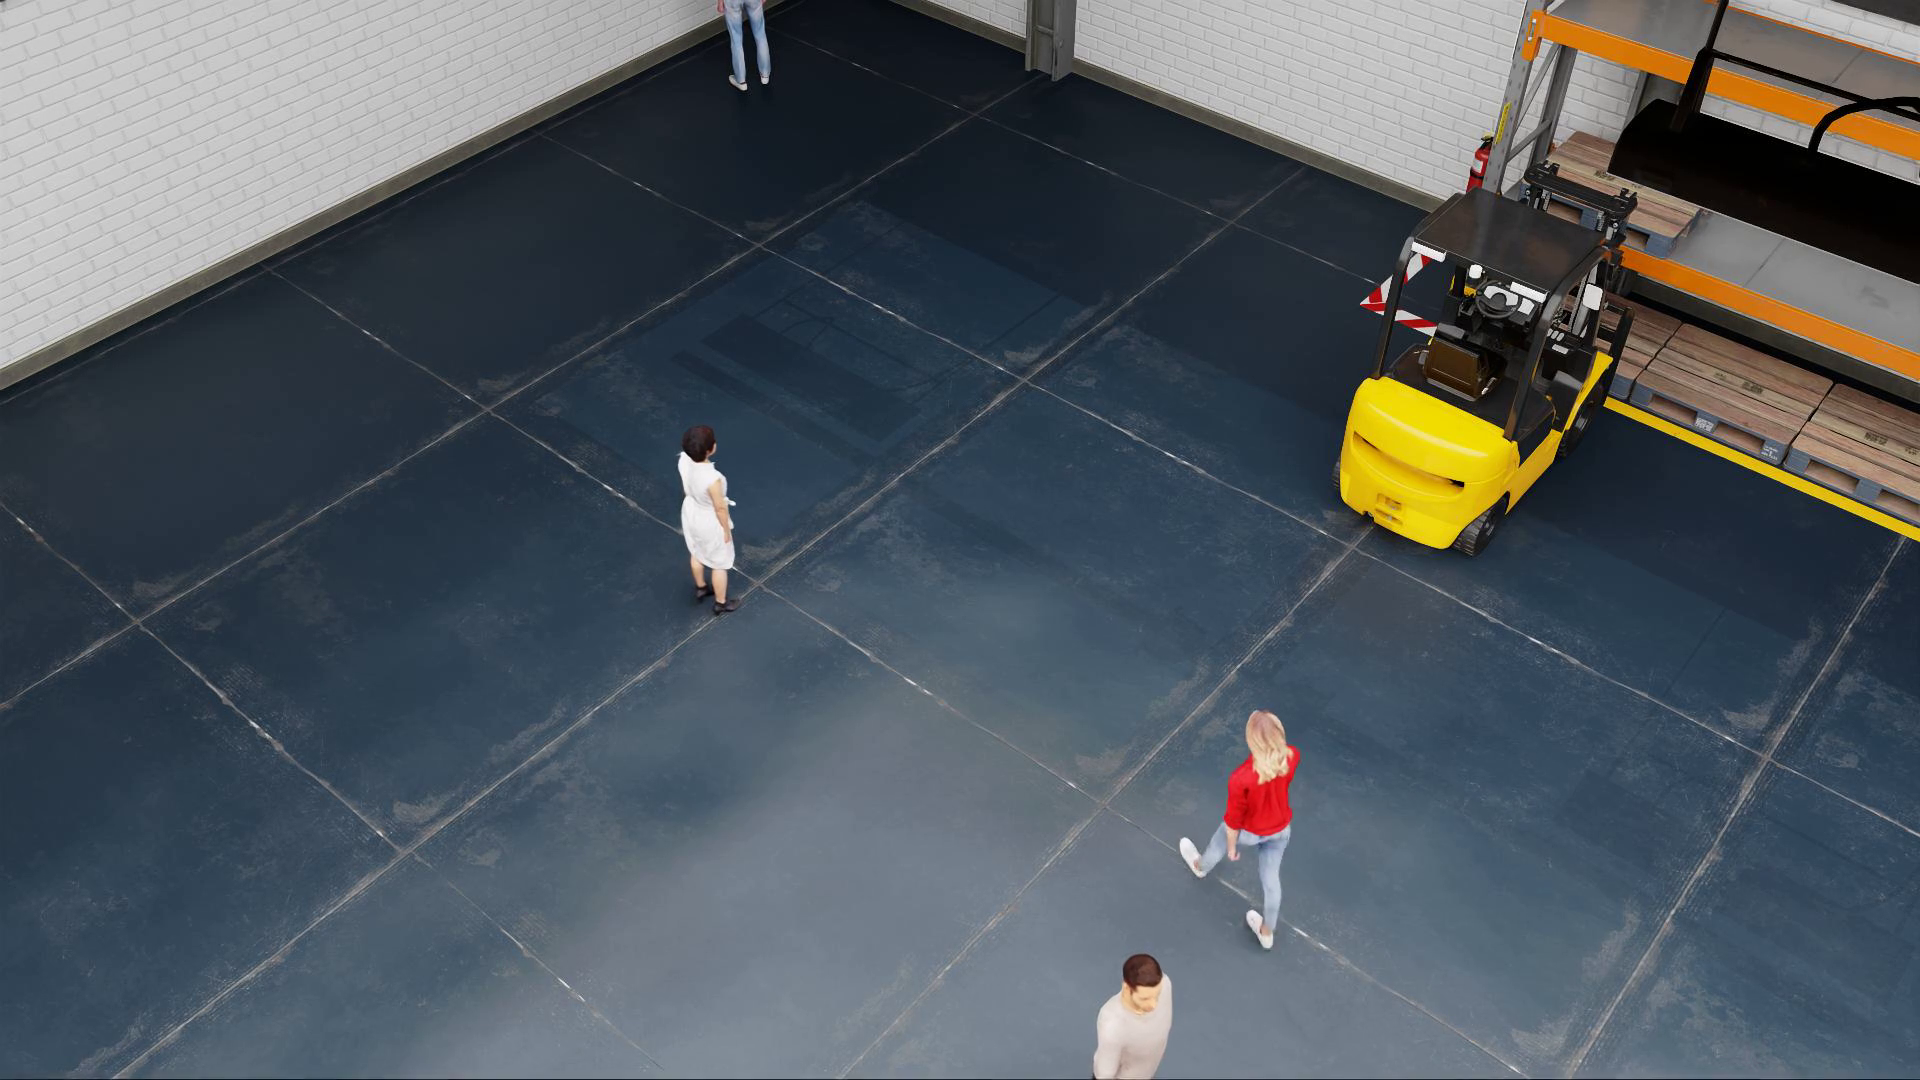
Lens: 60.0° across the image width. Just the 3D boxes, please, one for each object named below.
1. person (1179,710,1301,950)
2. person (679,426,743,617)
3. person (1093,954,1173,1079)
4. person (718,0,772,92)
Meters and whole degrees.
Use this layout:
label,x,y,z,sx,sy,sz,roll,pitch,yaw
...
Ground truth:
label,x,y,z,sx,sy,sz,roll,pitch,yaw
person,1.672,1.625,9.064,0.931,1.668,1.134,-16,46,-16
person,-1.676,-0.126,10.985,0.443,1.552,0.610,30,51,28
person,0.792,2.527,7.974,0.537,1.865,0.644,30,51,28
person,-2.122,-5.300,16.199,0.724,1.851,0.697,-18,46,-18
